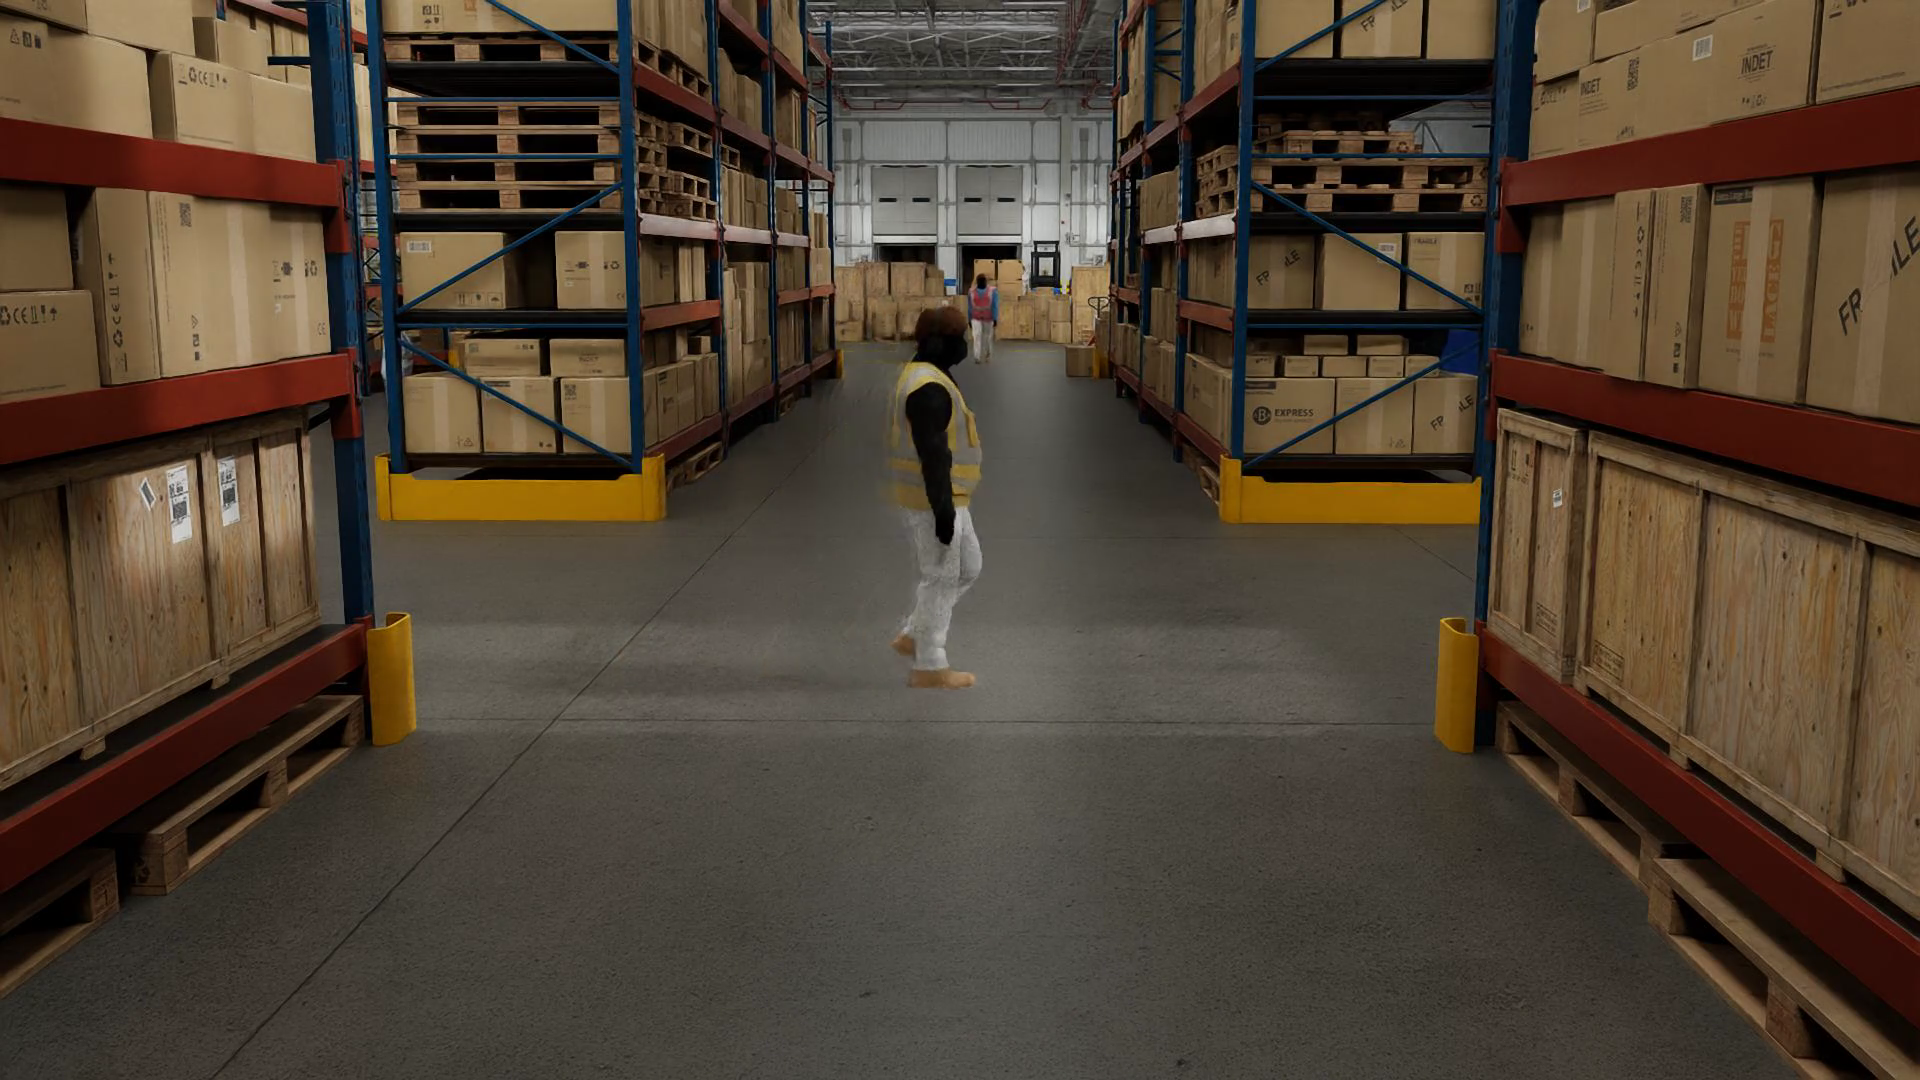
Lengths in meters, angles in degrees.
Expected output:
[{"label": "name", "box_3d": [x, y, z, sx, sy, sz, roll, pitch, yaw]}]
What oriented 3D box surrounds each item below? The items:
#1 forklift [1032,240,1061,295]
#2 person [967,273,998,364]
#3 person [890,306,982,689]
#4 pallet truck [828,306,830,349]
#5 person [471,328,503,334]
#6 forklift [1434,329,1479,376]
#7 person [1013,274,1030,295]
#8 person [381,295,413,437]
[{"label": "forklift", "box_3d": [3.172, -9.648, 61.356, 1.129, 2.768, 1.873, 0, 9, 1]}, {"label": "person", "box_3d": [0.449, -4.452, 33.422, 0.627, 1.821, 0.822, 1, 9, 4]}, {"label": "person", "box_3d": [-0.096, -0.190, 7.858, 0.460, 1.820, 0.648, 0, 9, -2]}, {"label": "pallet truck", "box_3d": [-3.100, -3.940, 29.800, 1.885, 1.965, 0.823, 3, 10, 19]}, {"label": "person", "box_3d": [-7.951, -3.596, 27.942, 0.552, 1.931, 0.370, -1, 9, -3]}, {"label": "forklift", "box_3d": [6.338, -3.276, 23.184, 1.873, 2.768, 1.129, -8, 12, -39]}, {"label": "person", "box_3d": [2.050, -8.327, 56.395, 0.684, 1.914, 0.454, 0, 9, 0]}, {"label": "person", "box_3d": [-5.809, -1.685, 17.184, 0.322, 1.699, 0.535, -2, 10, -14]}]
